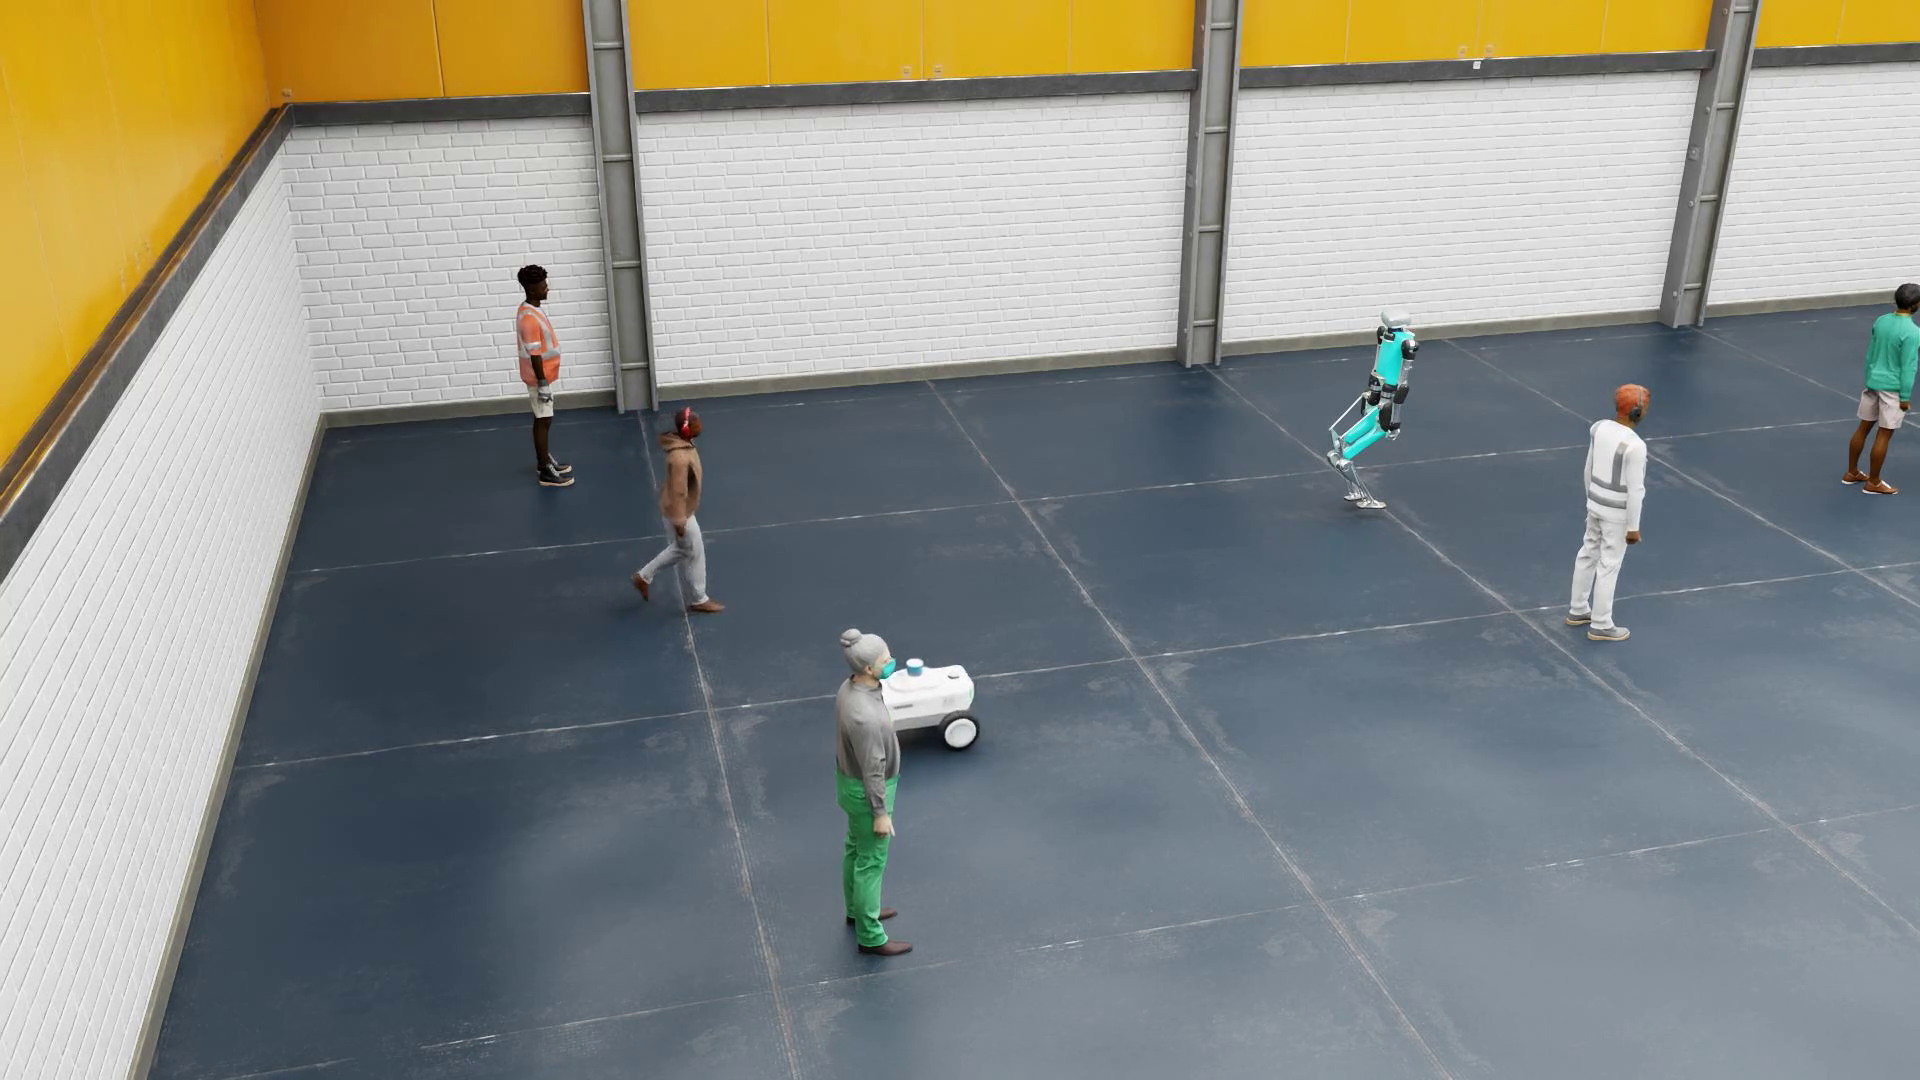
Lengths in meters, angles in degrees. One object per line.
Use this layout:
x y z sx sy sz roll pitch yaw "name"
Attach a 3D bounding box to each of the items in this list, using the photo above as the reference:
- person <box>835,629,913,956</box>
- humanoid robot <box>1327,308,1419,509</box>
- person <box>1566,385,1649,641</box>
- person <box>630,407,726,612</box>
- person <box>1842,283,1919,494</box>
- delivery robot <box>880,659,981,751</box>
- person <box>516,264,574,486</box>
-0.458 1.275 8.519 0.340 1.839 0.511 -6 24 -13 "person"
3.349 -1.076 13.810 0.735 1.681 0.533 -6 24 -13 "humanoid robot"
4.634 -0.197 11.805 0.356 1.884 0.573 -6 24 -13 "person"
-2.103 -0.206 12.149 0.635 1.625 0.467 -2 24 -5 "person"
7.999 -1.307 14.364 0.397 1.854 0.494 -6 24 -13 "person"
-0.256 1.047 10.629 0.768 0.596 0.516 -7 25 -15 "delivery robot"
-3.656 -1.444 14.536 0.368 1.965 0.605 -6 24 -13 "person"
